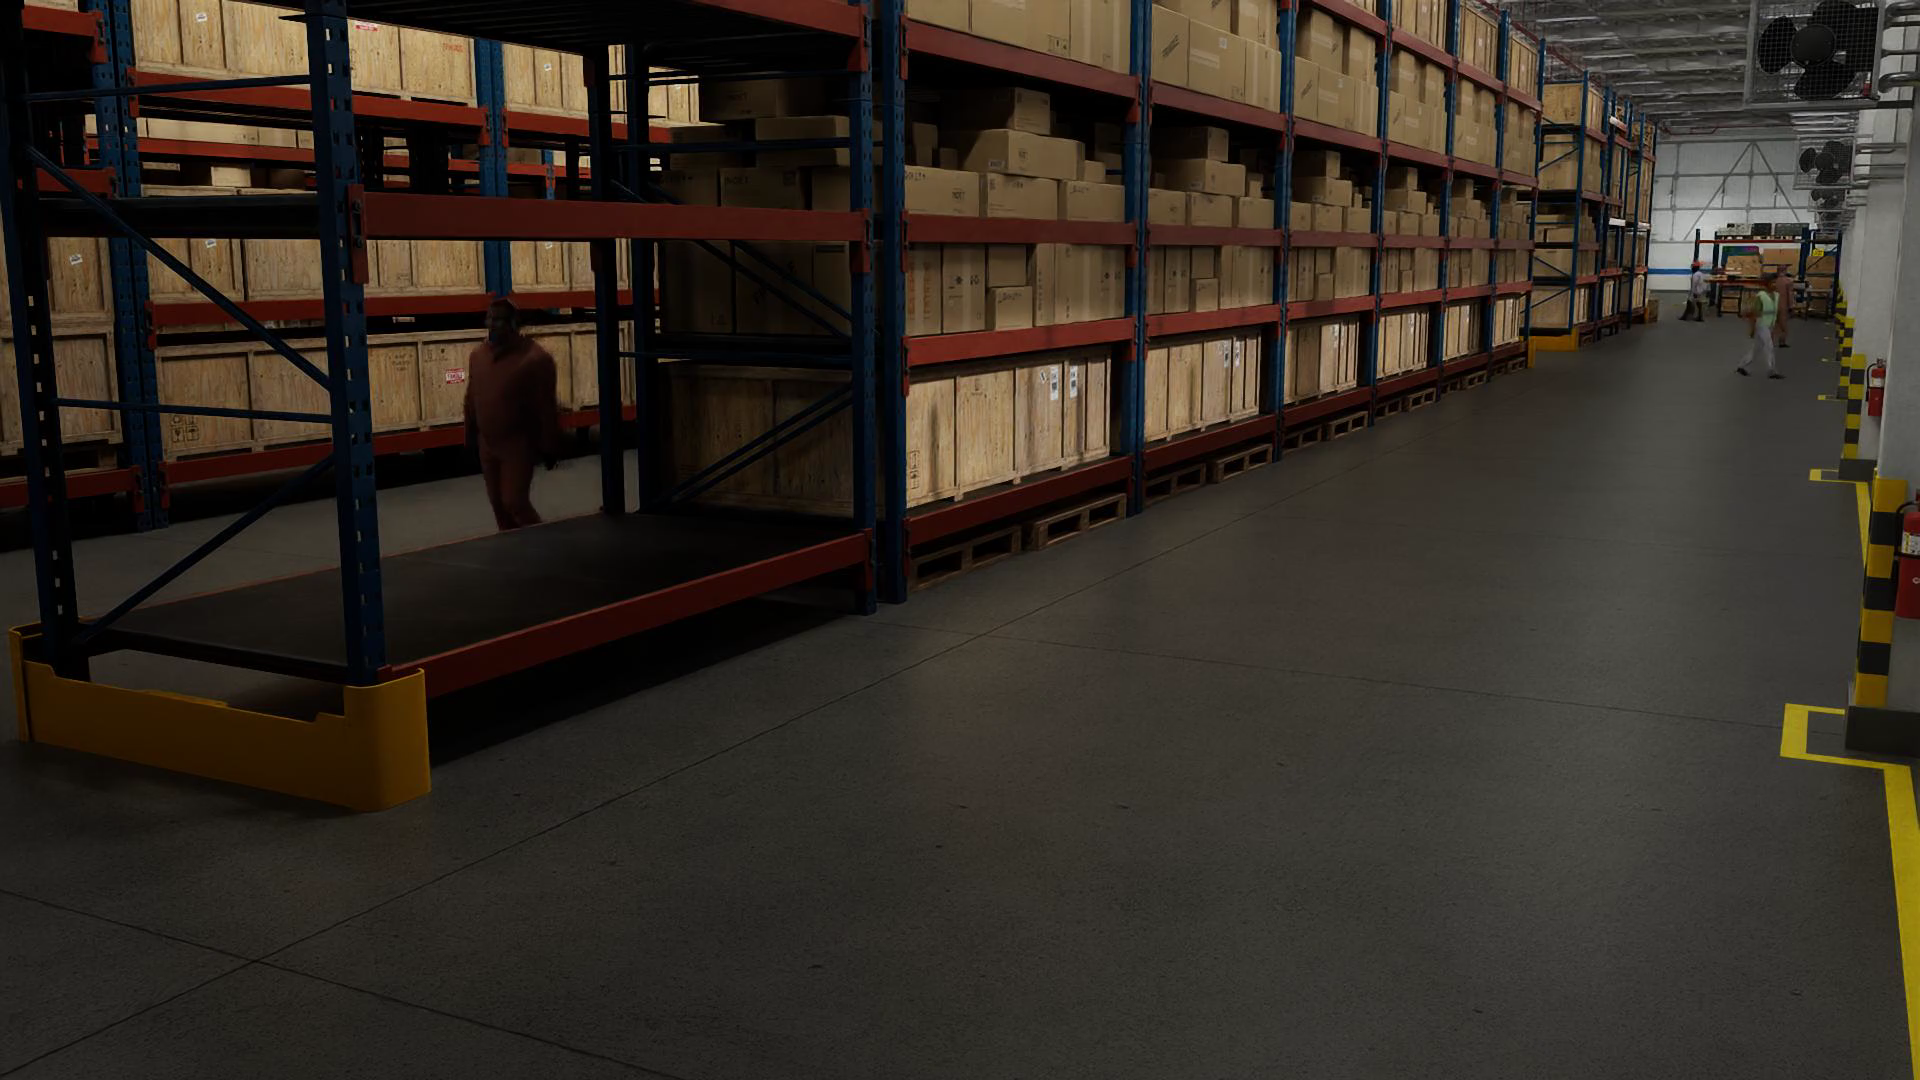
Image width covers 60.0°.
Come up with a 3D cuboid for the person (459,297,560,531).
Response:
[{"bbox_3d":[-2.975,-0.636,10.892,0.646,1.892,0.437,5,11,28],"label":"person"}]

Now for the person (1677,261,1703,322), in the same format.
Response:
[{"bbox_3d":[23.341,-7.918,52.995,0.574,1.897,0.885,-9,13,-43],"label":"person"}]

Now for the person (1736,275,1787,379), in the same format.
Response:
[{"bbox_3d":[14.014,-3.719,29.016,0.591,1.806,0.965,-7,12,-34],"label":"person"}]

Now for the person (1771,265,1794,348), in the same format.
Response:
[{"bbox_3d":[18.915,-5.390,38.390,0.406,1.902,0.639,-8,13,-38],"label":"person"}]
